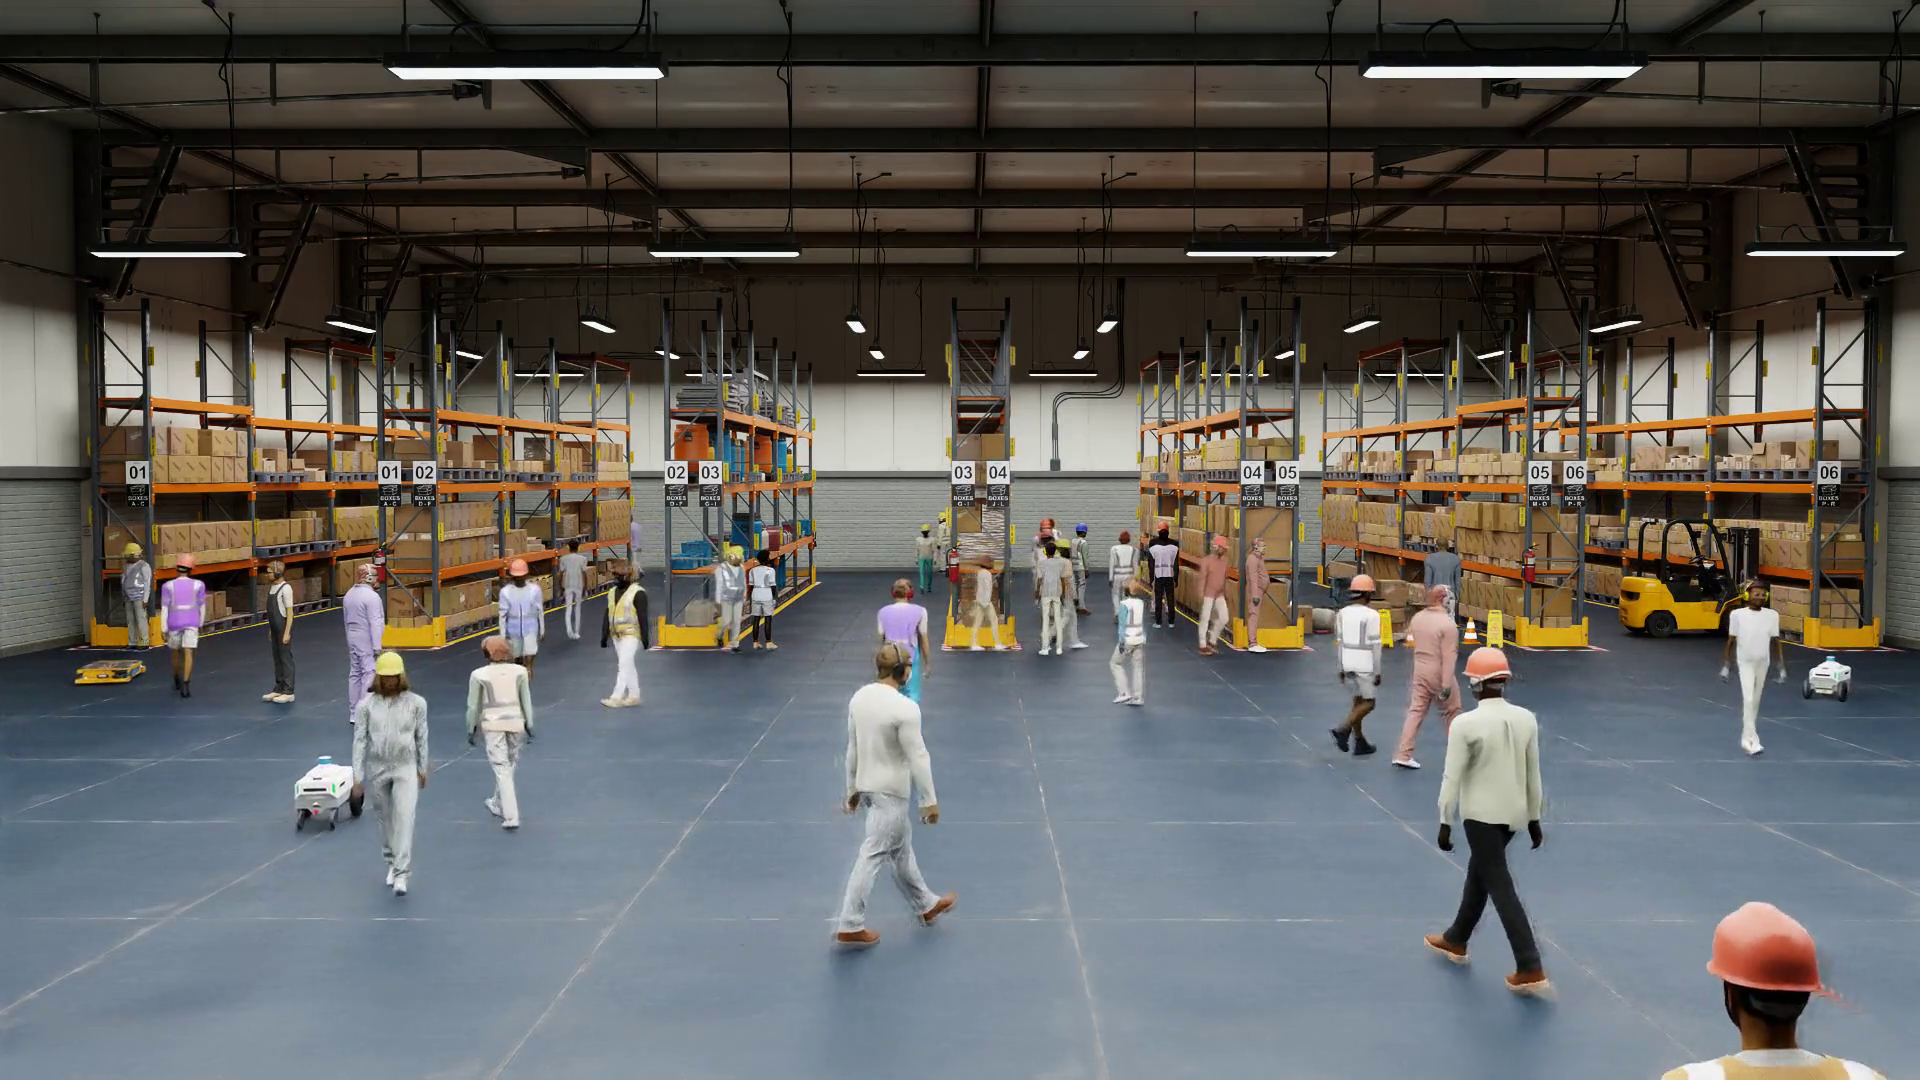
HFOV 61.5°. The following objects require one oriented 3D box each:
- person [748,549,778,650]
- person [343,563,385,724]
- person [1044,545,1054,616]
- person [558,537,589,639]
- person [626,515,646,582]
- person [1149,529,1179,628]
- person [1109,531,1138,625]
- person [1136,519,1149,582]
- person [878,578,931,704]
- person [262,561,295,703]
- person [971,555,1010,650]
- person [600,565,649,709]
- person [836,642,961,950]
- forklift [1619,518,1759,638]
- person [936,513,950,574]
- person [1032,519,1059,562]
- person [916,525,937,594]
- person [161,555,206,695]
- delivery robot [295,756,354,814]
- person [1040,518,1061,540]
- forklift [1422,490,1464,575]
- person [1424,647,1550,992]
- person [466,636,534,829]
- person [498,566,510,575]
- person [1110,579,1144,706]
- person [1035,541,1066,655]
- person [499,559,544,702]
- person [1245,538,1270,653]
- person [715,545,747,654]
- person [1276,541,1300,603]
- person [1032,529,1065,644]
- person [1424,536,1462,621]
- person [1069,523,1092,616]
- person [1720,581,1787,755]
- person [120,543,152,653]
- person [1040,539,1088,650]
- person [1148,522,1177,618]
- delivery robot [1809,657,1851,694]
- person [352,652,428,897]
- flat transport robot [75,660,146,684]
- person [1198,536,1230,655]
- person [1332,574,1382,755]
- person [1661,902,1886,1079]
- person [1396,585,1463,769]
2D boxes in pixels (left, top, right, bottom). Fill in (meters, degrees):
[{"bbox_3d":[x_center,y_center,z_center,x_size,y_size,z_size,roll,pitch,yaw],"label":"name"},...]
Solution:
[{"bbox_3d":[-3.326,1.008,27.258,0.536,1.697,0.322,1,3,28],"label":"person"},{"bbox_3d":[-6.998,1.231,19.065,0.642,1.909,0.399,2,3,40],"label":"person"},{"bbox_3d":[1.853,0.789,33.873,0.518,1.598,0.754,-1,2,-16],"label":"person"},{"bbox_3d":[-6.925,0.877,28.922,0.541,1.844,0.786,0,2,-10],"label":"person"},{"bbox_3d":[-9.050,0.218,44.669,0.483,1.904,0.644,1,2,18],"label":"person"},{"bbox_3d":[3.948,0.741,31.257,0.593,1.920,0.391,0,2,-4],"label":"person"},{"bbox_3d":[3.192,0.749,31.631,0.596,1.869,0.430,0,2,-9],"label":"person"},{"bbox_3d":[5.132,0.236,44.280,0.887,1.902,0.558,0,2,-10],"label":"person"},{"bbox_3d":[-0.628,1.327,17.591,0.579,1.830,0.693,1,2,21],"label":"person"},{"bbox_3d":[-8.845,1.187,20.994,0.348,1.842,0.505,-2,3,-45],"label":"person"},{"bbox_3d":[0.510,1.056,27.134,0.742,1.599,0.525,-1,2,-20],"label":"person"},{"bbox_3d":[-4.320,1.226,20.399,0.647,1.807,0.841,2,3,38],"label":"person"},{"bbox_3d":[-0.380,1.591,10.211,1.019,1.882,0.658,-2,3,-34],"label":"person"},{"bbox_3d":[13.417,0.684,29.791,2.313,2.155,1.214,0,2,0],"label":"forklift"},{"bbox_3d":[-0.519,0.098,48.584,0.404,1.833,0.604,1,3,25],"label":"person"},{"bbox_3d":[1.839,0.563,34.592,0.611,1.997,0.957,0,2,6],"label":"person"},{"bbox_3d":[-0.847,0.467,40.542,0.532,1.725,0.883,0,2,5],"label":"person"},{"bbox_3d":[-10.491,1.145,21.821,0.547,1.867,1.066,-1,3,-25],"label":"person"},{"bbox_3d":[-5.390,2.084,13.711,0.477,0.478,0.707,0,2,-8],"label":"delivery robot"},{"bbox_3d":[2.300,0.375,41.052,0.600,1.867,0.439,0,2,-6],"label":"person"},{"bbox_3d":[13.926,-0.371,47.846,1.873,2.768,1.129,0,2,0],"label":"forklift"},{"bbox_3d":[3.095,1.596,9.440,0.632,1.944,1.053,-1,3,-26],"label":"person"},{"bbox_3d":[-3.882,1.601,13.583,0.523,1.582,0.869,-2,3,-39],"label":"person"},{"bbox_3d":[-11.195,0.389,39.863,0.606,1.929,0.871,0,2,10],"label":"person"},{"bbox_3d":[2.136,1.306,20.640,0.495,1.619,0.539,2,3,40],"label":"person"},{"bbox_3d":[1.485,0.952,26.527,0.512,1.873,0.329,0,2,-10],"label":"person"},{"bbox_3d":[-5.622,1.182,20.682,0.549,1.870,1.061,0,2,-9],"label":"person"},{"bbox_3d":[4.969,0.917,26.966,0.403,1.911,0.637,1,2,14],"label":"person"},{"bbox_3d":[-3.802,0.977,26.741,0.613,1.800,0.520,-2,3,-38],"label":"person"},{"bbox_3d":[6.962,0.669,34.616,0.636,1.800,0.937,0,2,0],"label":"person"},{"bbox_3d":[1.589,0.815,28.368,0.662,2.004,0.579,1,2,22],"label":"person"},{"bbox_3d":[8.051,0.904,26.964,0.628,1.935,0.373,0,2,2],"label":"person"},{"bbox_3d":[2.544,0.612,34.133,0.406,1.945,0.614,-1,3,-29],"label":"person"},{"bbox_3d":[8.406,1.350,17.026,0.580,1.829,0.922,0,2,4],"label":"person"},{"bbox_3d":[-13.745,0.964,26.897,0.608,1.820,0.403,1,3,25],"label":"person"},{"bbox_3d":[1.757,0.918,27.250,0.843,1.882,0.601,-1,2,-13],"label":"person"},{"bbox_3d":[4.207,0.616,33.482,0.613,1.991,0.391,0,2,3],"label":"person"},{"bbox_3d":[11.493,1.782,21.318,0.477,0.478,0.707,2,3,43],"label":"delivery robot"},{"bbox_3d":[-4.019,1.639,11.378,0.500,1.686,0.911,-1,2,-15],"label":"person"},{"bbox_3d":[-12.239,1.890,23.279,0.652,0.197,1.431,-1,2,-17],"label":"flat transport robot"},{"bbox_3d":[4.154,0.911,26.488,0.723,1.952,0.543,-2,3,-35],"label":"person"},{"bbox_3d":[4.143,1.316,16.934,0.681,1.916,0.548,-2,3,-34],"label":"person"},{"bbox_3d":[1.898,1.824,3.907,0.570,1.919,0.649,0,2,0],"label":"person"},{"bbox_3d":[4.797,1.371,16.206,0.987,1.855,0.645,-1,3,-27],"label":"person"}]
